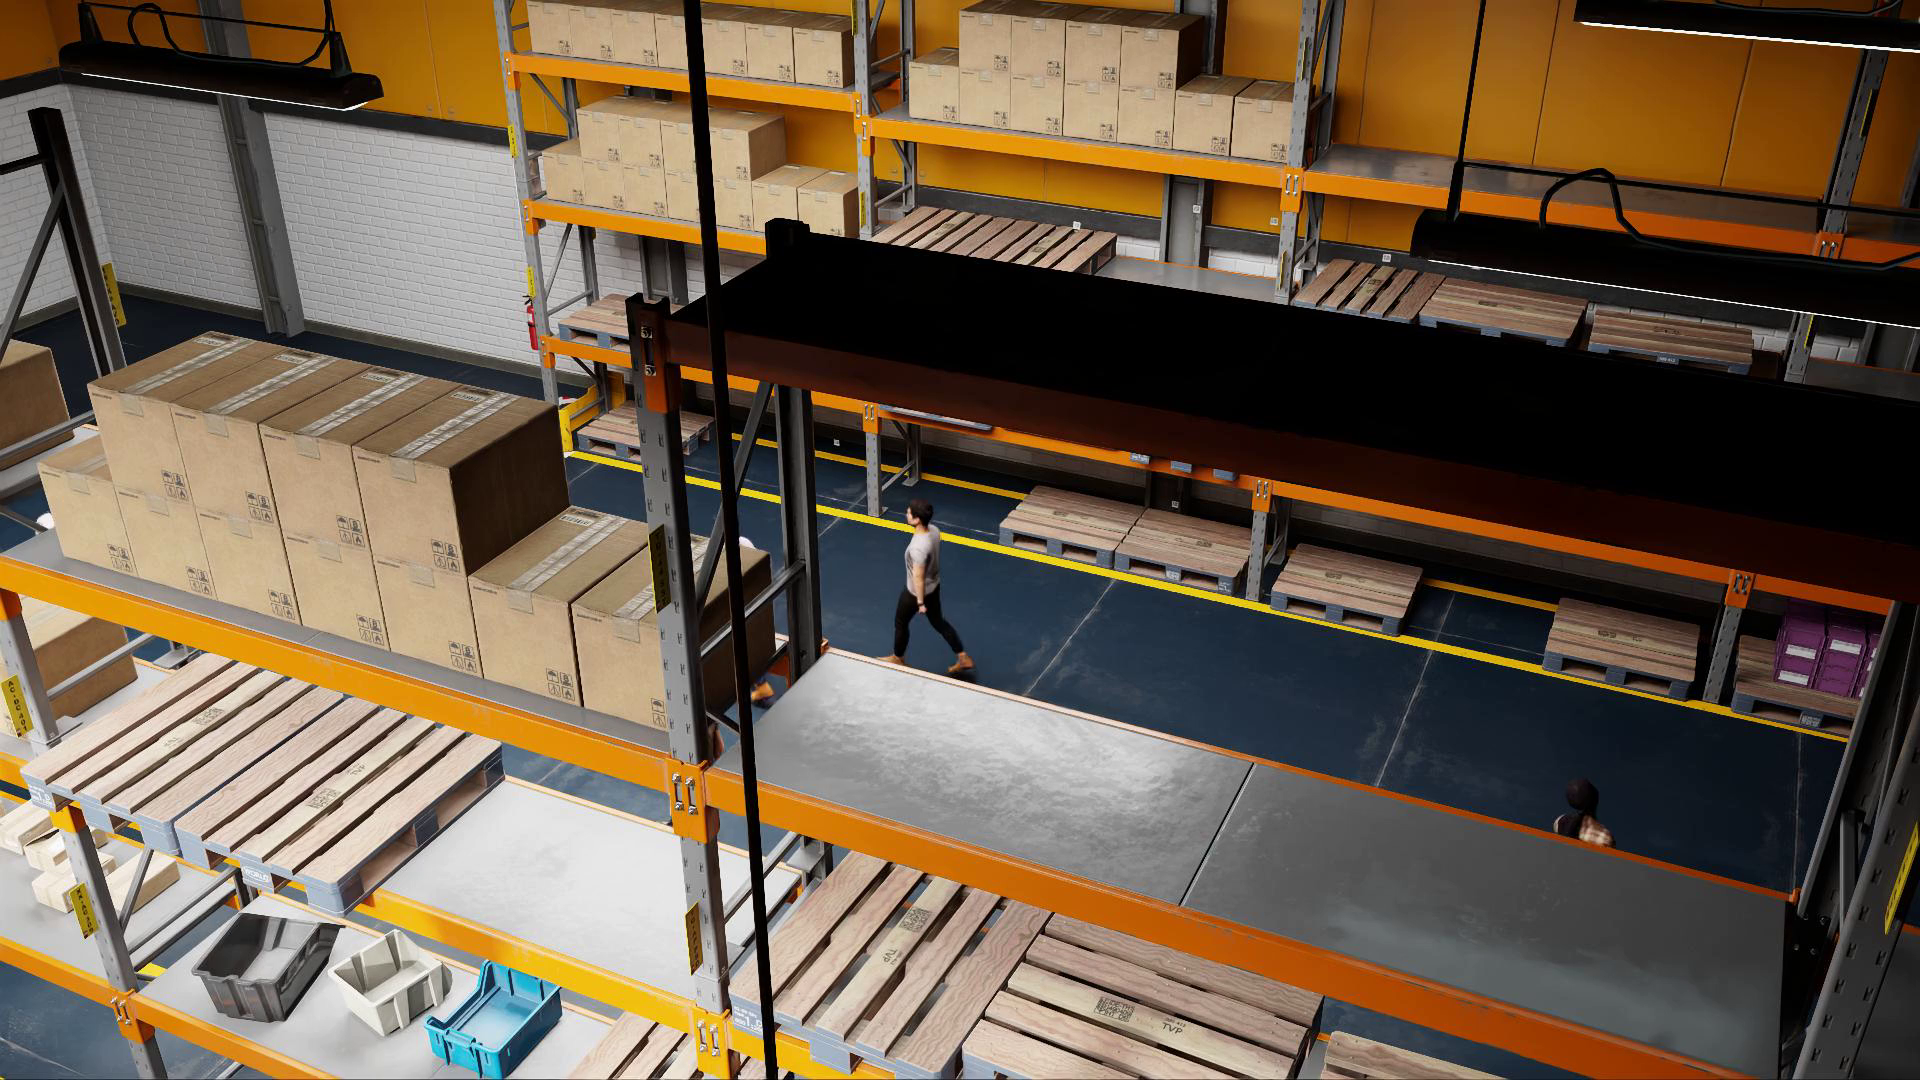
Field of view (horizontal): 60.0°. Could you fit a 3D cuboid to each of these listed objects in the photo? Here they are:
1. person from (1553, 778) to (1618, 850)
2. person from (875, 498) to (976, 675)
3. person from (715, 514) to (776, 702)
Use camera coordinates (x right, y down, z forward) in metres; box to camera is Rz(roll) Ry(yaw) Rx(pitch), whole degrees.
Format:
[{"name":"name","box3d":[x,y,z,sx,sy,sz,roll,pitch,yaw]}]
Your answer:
[{"name":"person","box3d":[3.914,2.323,10.513,0.792,1.764,0.701,-7,29,-12]},{"name":"person","box3d":[-0.237,0.427,14.067,1.095,1.689,0.599,13,31,22]},{"name":"person","box3d":[-1.837,0.564,13.790,1.121,1.713,0.782,17,33,29]}]
